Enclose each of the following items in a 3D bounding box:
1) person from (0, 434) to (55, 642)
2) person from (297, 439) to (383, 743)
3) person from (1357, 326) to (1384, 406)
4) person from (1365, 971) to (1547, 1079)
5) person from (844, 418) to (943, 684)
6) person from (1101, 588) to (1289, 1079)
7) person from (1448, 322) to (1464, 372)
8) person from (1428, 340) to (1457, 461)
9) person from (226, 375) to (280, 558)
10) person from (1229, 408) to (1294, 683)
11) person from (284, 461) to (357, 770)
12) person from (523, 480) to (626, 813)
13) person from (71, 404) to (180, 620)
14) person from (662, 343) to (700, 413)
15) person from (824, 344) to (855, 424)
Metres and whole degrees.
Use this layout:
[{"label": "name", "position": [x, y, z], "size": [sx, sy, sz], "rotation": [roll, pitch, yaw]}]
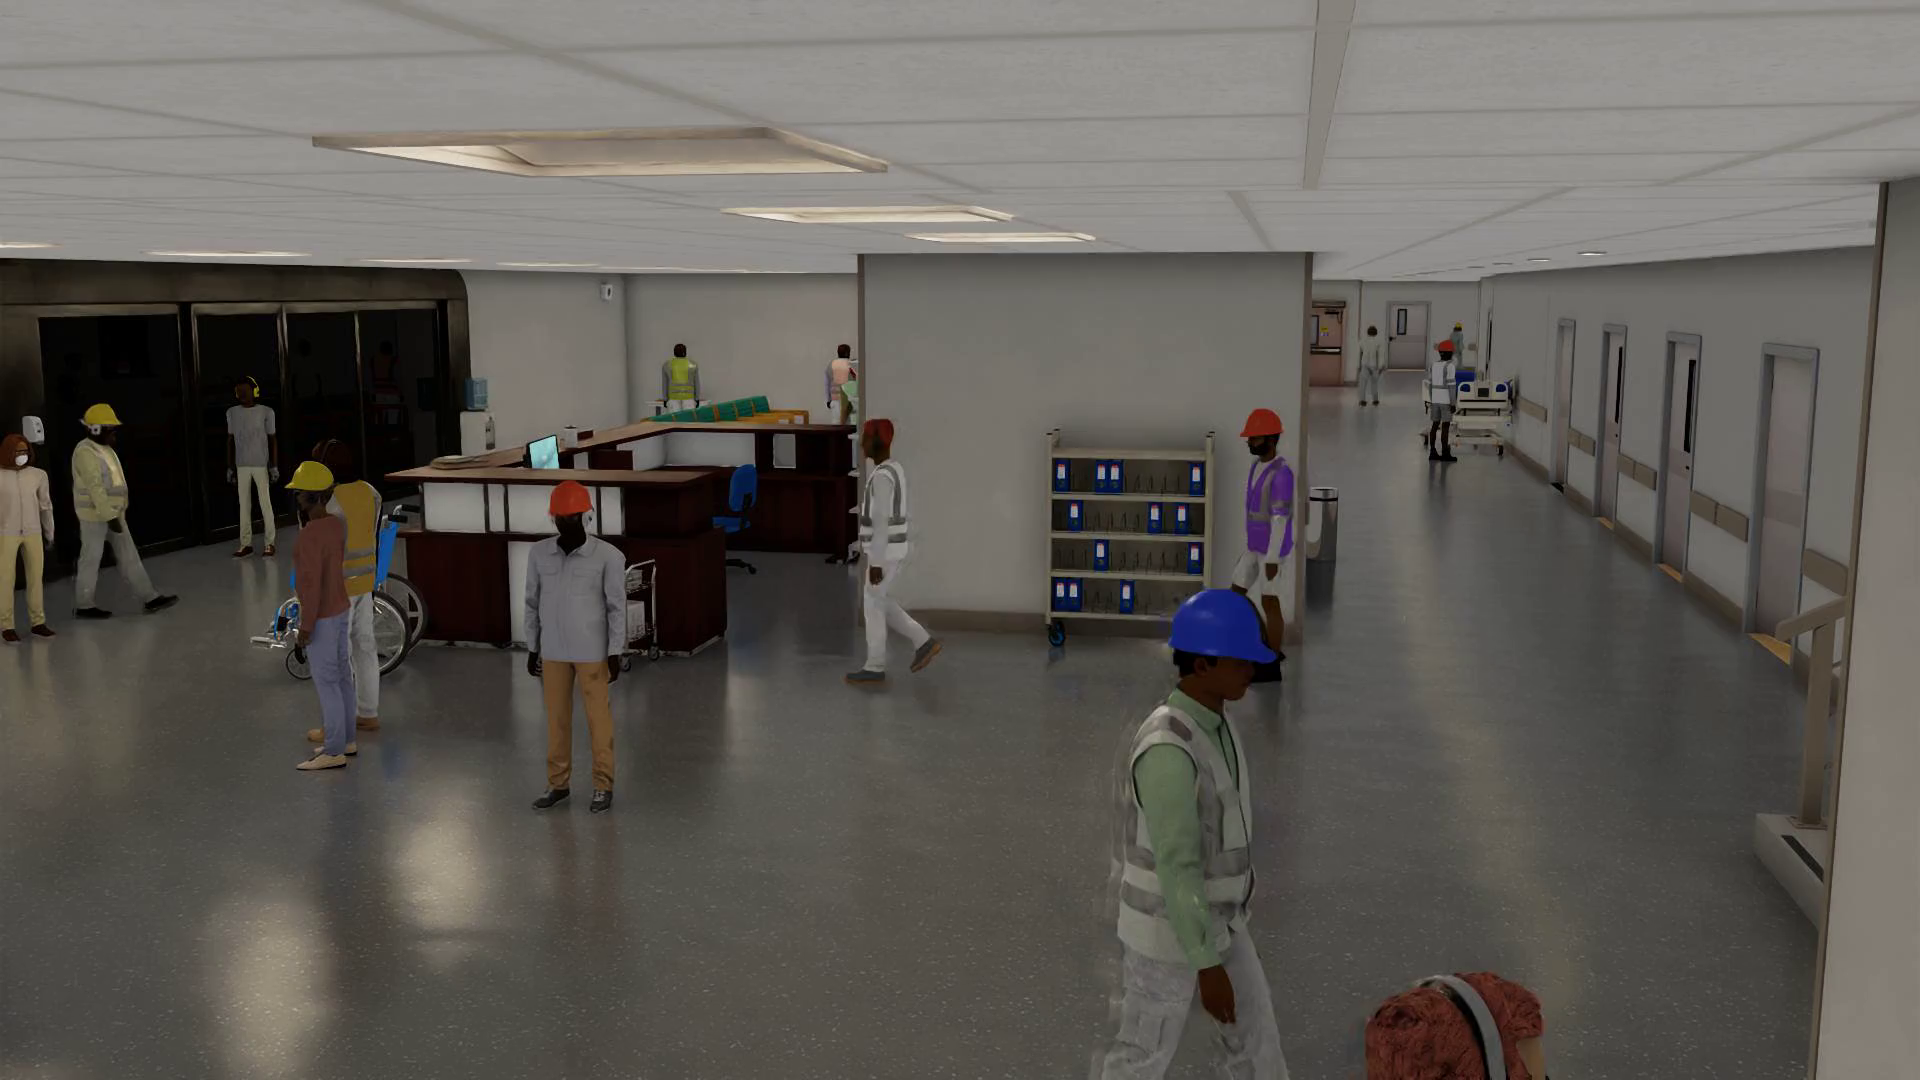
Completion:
[{"label": "person", "position": [-7.348, -0.021, 13.007], "size": [0.286, 1.627, 0.505], "rotation": [7, 11, 38]}, {"label": "person", "position": [-3.777, 0.306, 10.105], "size": [0.429, 1.846, 0.625], "rotation": [3, 9, 17]}, {"label": "person", "position": [9.704, -4.124, 39.373], "size": [0.648, 1.889, 1.014], "rotation": [5, 10, 30]}, {"label": "person", "position": [0.638, 1.469, 2.234], "size": [0.552, 1.890, 0.672], "rotation": [-6, 10, -34]}, {"label": "person", "position": [-0.484, 0.089, 11.473], "size": [0.581, 1.869, 0.578], "rotation": [1, 9, 4]}, {"label": "person", "position": [0.763, 1.094, 4.647], "size": [0.913, 1.910, 0.624], "rotation": [5, 10, 28]}, {"label": "person", "position": [15.685, -6.022, 52.568], "size": [0.897, 1.701, 0.494], "rotation": [-8, 11, -41]}, {"label": "person", "position": [7.726, -2.222, 26.570], "size": [0.358, 1.938, 0.542], "rotation": [-5, 10, -28]}, {"label": "person", "position": [-7.243, -0.748, 17.014], "size": [0.533, 1.870, 0.315], "rotation": [0, 9, -3]}, {"label": "person", "position": [2.095, 0.049, 11.542], "size": [0.404, 1.922, 0.577], "rotation": [-2, 9, -13]}, {"label": "person", "position": [-3.666, 0.429, 9.537], "size": [0.306, 1.772, 0.525], "rotation": [0, 9, -3]}, {"label": "person", "position": [-2.029, 0.554, 8.738], "size": [0.563, 1.755, 0.320], "rotation": [2, 9, 11]}, {"label": "person", "position": [-6.999, -0.225, 13.795], "size": [0.791, 1.797, 0.596], "rotation": [-1, 9, -5]}, {"label": "person", "position": [-4.672, -2.372, 27.890], "size": [0.629, 1.840, 0.429], "rotation": [-1, 9, -7]}, {"label": "person", "position": [-1.925, -2.336, 27.651], "size": [0.629, 1.840, 0.429], "rotation": [2, 9, 12]}]
